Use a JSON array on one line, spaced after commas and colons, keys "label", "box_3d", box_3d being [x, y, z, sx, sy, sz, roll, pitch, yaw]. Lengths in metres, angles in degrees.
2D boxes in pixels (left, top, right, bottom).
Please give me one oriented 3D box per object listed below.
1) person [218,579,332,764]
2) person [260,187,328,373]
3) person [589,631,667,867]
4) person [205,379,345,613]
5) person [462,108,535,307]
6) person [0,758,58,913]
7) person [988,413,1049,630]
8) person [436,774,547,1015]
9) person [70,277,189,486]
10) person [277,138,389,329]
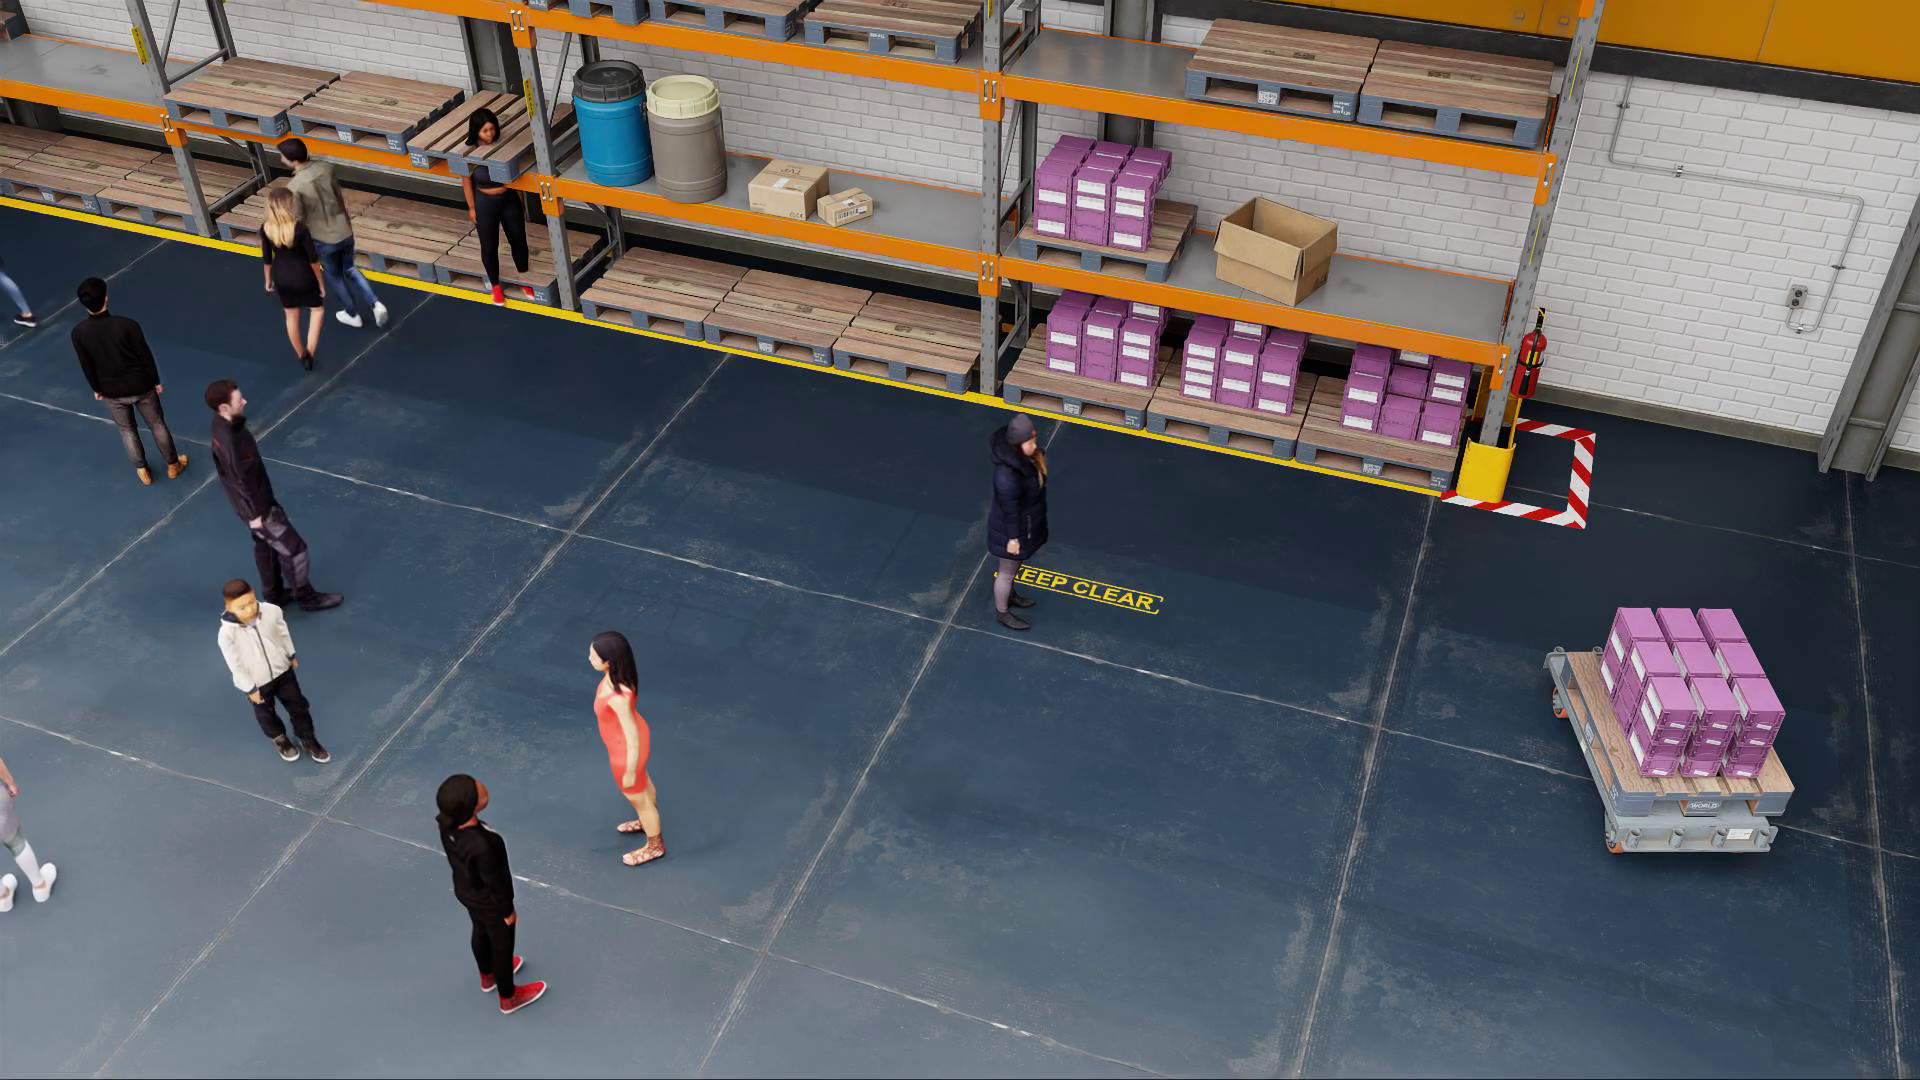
[{"label": "person", "box_3d": [-4.332, 0.778, 10.254, 0.764, 1.441, 0.705, 30, 47, 32]}, {"label": "person", "box_3d": [-5.443, -2.064, 13.632, 0.789, 1.665, 0.857, -4, 39, -5]}, {"label": "person", "box_3d": [-1.895, 1.184, 9.522, 0.685, 1.719, 0.669, -9, 39, -11]}, {"label": "person", "box_3d": [-4.763, -0.232, 11.155, 0.955, 1.894, 0.895, -18, 42, -22]}, {"label": "person", "box_3d": [-4.081, -2.958, 14.632, 0.768, 1.815, 0.822, -18, 42, -21]}, {"label": "person", "box_3d": [-5.492, 1.422, 9.236, 0.637, 1.704, 0.711, -12, 40, -14]}, {"label": "person", "box_3d": [0.371, -0.136, 11.212, 0.674, 1.673, 0.699, 8, 39, 10]}, {"label": "person", "box_3d": [-2.500, 1.855, 8.718, 0.589, 1.674, 0.718, 32, 48, 33]}, {"label": "person", "box_3d": [-6.267, -1.184, 12.485, 0.687, 1.722, 0.783, -11, 40, -13]}, {"label": "person", "box_3d": [-5.281, -2.549, 14.099, 0.961, 1.841, 0.844, 25, 45, 28]}]
